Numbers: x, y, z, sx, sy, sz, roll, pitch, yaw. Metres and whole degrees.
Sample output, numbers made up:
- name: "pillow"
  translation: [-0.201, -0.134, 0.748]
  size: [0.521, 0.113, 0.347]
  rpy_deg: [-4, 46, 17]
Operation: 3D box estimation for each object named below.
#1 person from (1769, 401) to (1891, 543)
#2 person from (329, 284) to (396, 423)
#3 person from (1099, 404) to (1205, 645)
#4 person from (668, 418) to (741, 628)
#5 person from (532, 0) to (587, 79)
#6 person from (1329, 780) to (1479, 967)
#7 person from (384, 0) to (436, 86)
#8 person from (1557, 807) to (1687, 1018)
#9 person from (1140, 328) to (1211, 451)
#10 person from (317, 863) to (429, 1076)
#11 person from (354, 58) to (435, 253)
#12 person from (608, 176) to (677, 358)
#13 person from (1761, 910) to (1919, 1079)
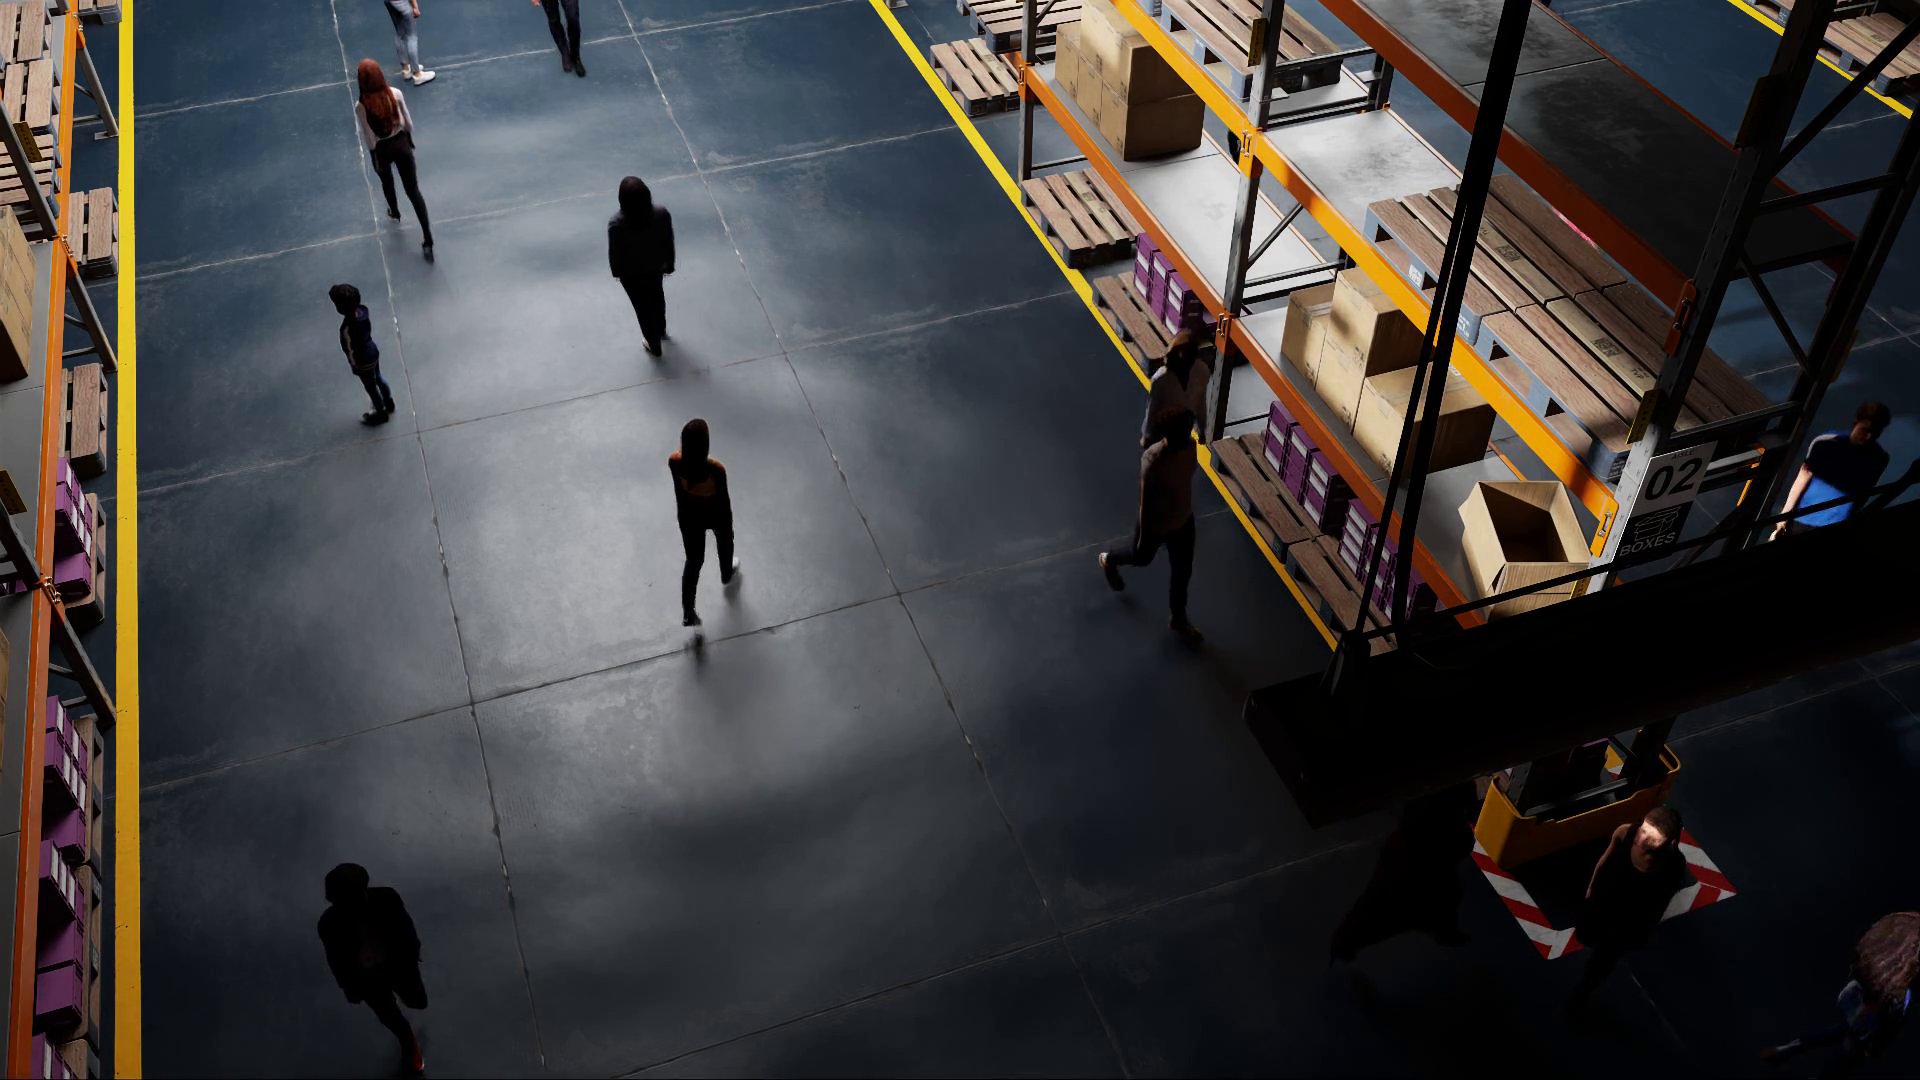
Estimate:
- name: "person"
  translation: [5.746, -0.232, 11.137]
  size: [1.154, 1.833, 1.242]
  rpy_deg: [16, 46, 16]
- name: "person"
  translation: [-4.618, -1.451, 12.860]
  size: [0.641, 1.220, 0.523]
  rpy_deg: [3, 44, 3]
- name: "person"
  translation: [1.291, -0.179, 11.063]
  size: [0.935, 1.857, 1.282]
  rpy_deg: [-29, 51, -27]
- name: "person"
  translation: [-1.754, -0.102, 11.171]
  size: [0.983, 1.597, 1.155]
  rpy_deg: [10, 45, 10]
- name: "person"
  translation: [-4.119, -5.685, 16.847]
  size: [0.669, 1.851, 0.752]
  rpy_deg: [-11, 45, -11]
- name: "person"
  translation: [2.415, 1.836, 9.062]
  size: [0.708, 1.700, 1.004]
  rpy_deg: [-14, 45, -14]
- name: "person"
  translation: [-5.625, -5.405, 16.662]
  size: [0.648, 1.703, 0.744]
  rpy_deg: [25, 49, 24]
- name: "person"
  translation: [3.631, 1.949, 8.963]
  size: [0.786, 1.673, 0.867]
  rpy_deg: [-27, 50, -25]
- name: "person"
  translation: [1.457, -0.812, 11.786]
  size: [0.607, 1.777, 0.619]
  rpy_deg: [-14, 45, -14]
- name: "person"
  translation: [-3.082, 2.169, 8.737]
  size: [0.662, 1.666, 0.800]
  rpy_deg: [-21, 47, -20]
- name: "person"
  translation: [-4.881, -3.294, 14.438]
  size: [0.854, 1.712, 1.228]
  rpy_deg: [-28, 50, -26]
- name: "person"
  translation: [-2.515, -2.170, 13.355]
  size: [0.752, 1.579, 0.776]
  rpy_deg: [-27, 50, -26]
- name: "person"
  translation: [4.557, 2.409, 8.522]
  size: [0.866, 1.615, 0.804]
  rpy_deg: [8, 44, 8]
